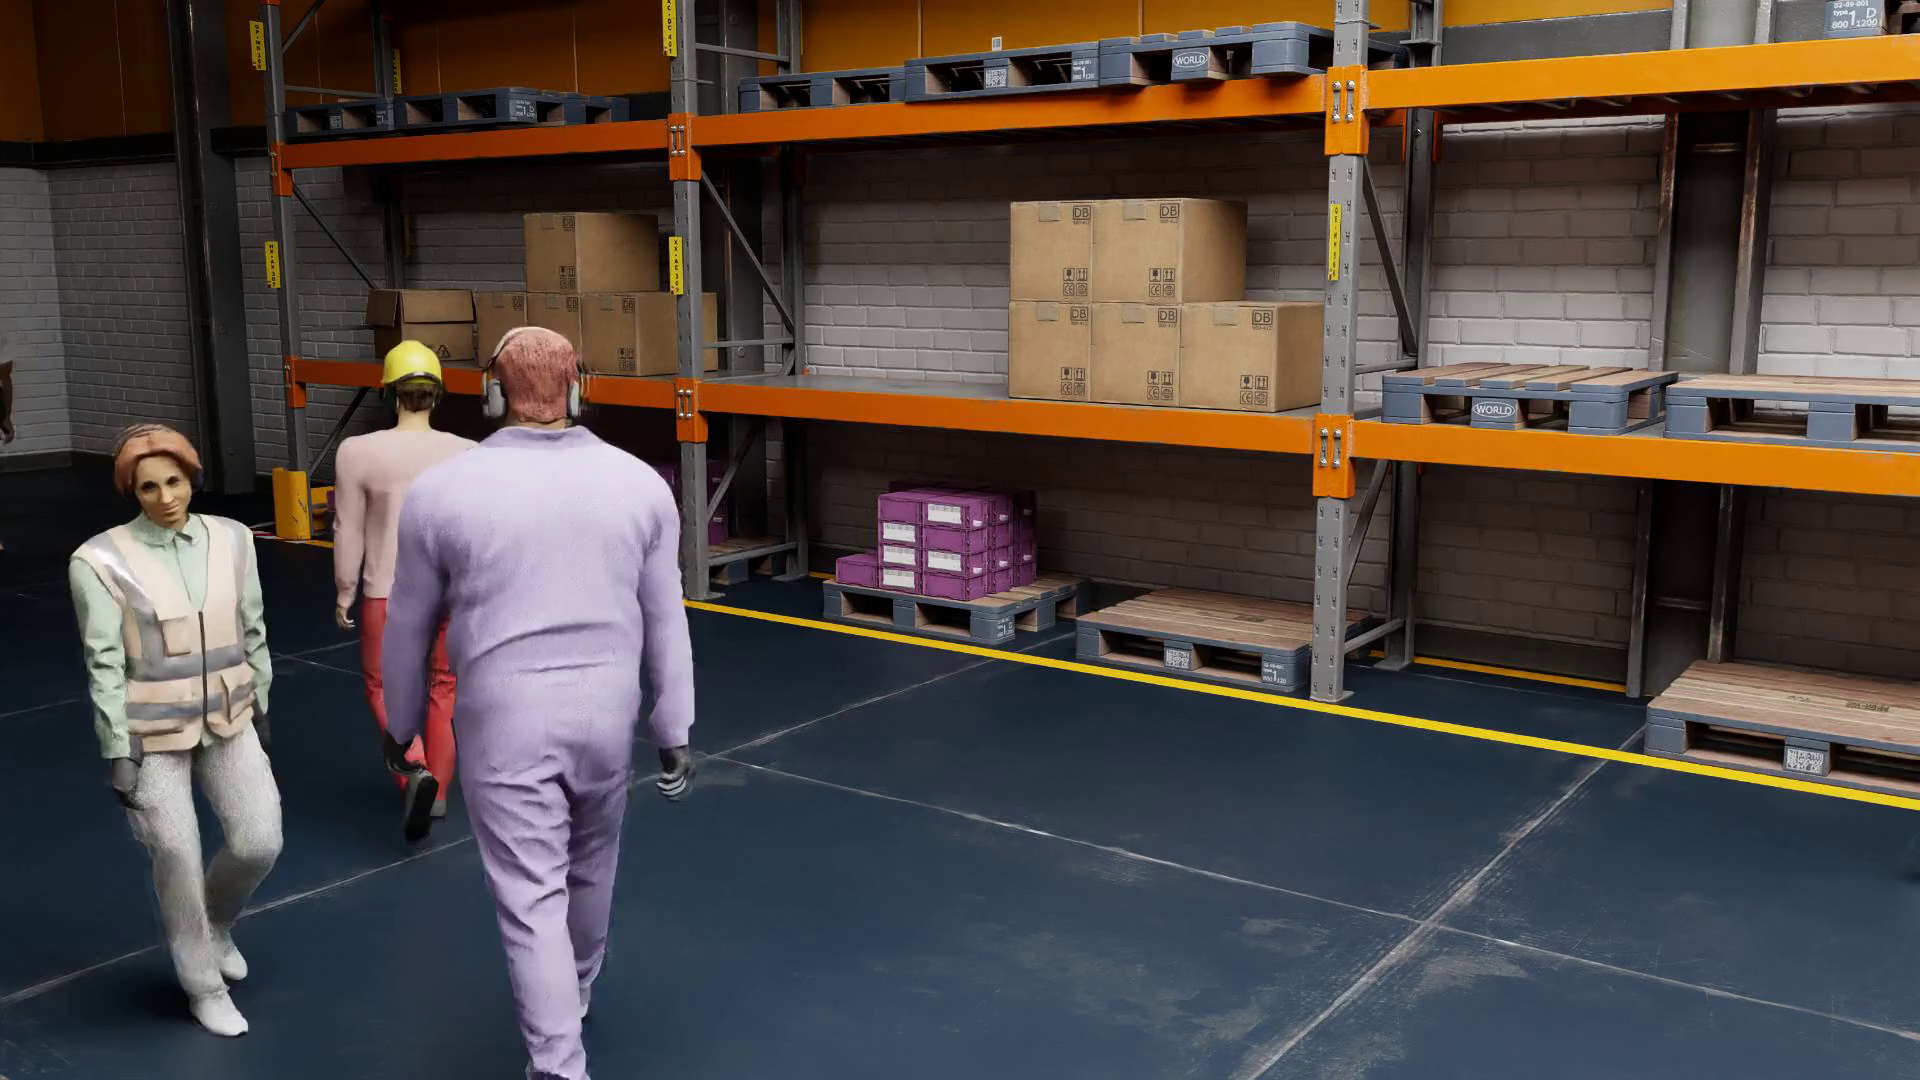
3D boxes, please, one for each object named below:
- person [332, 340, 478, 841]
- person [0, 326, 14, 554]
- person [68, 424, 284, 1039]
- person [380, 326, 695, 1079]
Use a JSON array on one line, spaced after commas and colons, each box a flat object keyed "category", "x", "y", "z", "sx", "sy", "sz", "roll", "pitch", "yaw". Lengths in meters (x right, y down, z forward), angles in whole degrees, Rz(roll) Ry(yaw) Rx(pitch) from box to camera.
[{"category": "person", "x": -1.887, "y": 0.182, "z": 5.812, "sx": 0.540, "sy": 1.747, "sz": 0.610, "roll": -5, "pitch": 11, "yaw": -28}, {"category": "person", "x": -6.553, "y": -0.802, "z": 10.815, "sx": 0.538, "sy": 2.000, "sz": 0.712, "roll": 4, "pitch": 10, "yaw": 24}, {"category": "person", "x": -2.004, "y": 0.503, "z": 4.297, "sx": 0.397, "sy": 1.621, "sz": 0.516, "roll": 7, "pitch": 12, "yaw": 35}, {"category": "person", "x": -1.042, "y": 0.428, "z": 4.033, "sx": 0.672, "sy": 1.862, "sz": 0.959, "roll": -6, "pitch": 11, "yaw": -32}]
